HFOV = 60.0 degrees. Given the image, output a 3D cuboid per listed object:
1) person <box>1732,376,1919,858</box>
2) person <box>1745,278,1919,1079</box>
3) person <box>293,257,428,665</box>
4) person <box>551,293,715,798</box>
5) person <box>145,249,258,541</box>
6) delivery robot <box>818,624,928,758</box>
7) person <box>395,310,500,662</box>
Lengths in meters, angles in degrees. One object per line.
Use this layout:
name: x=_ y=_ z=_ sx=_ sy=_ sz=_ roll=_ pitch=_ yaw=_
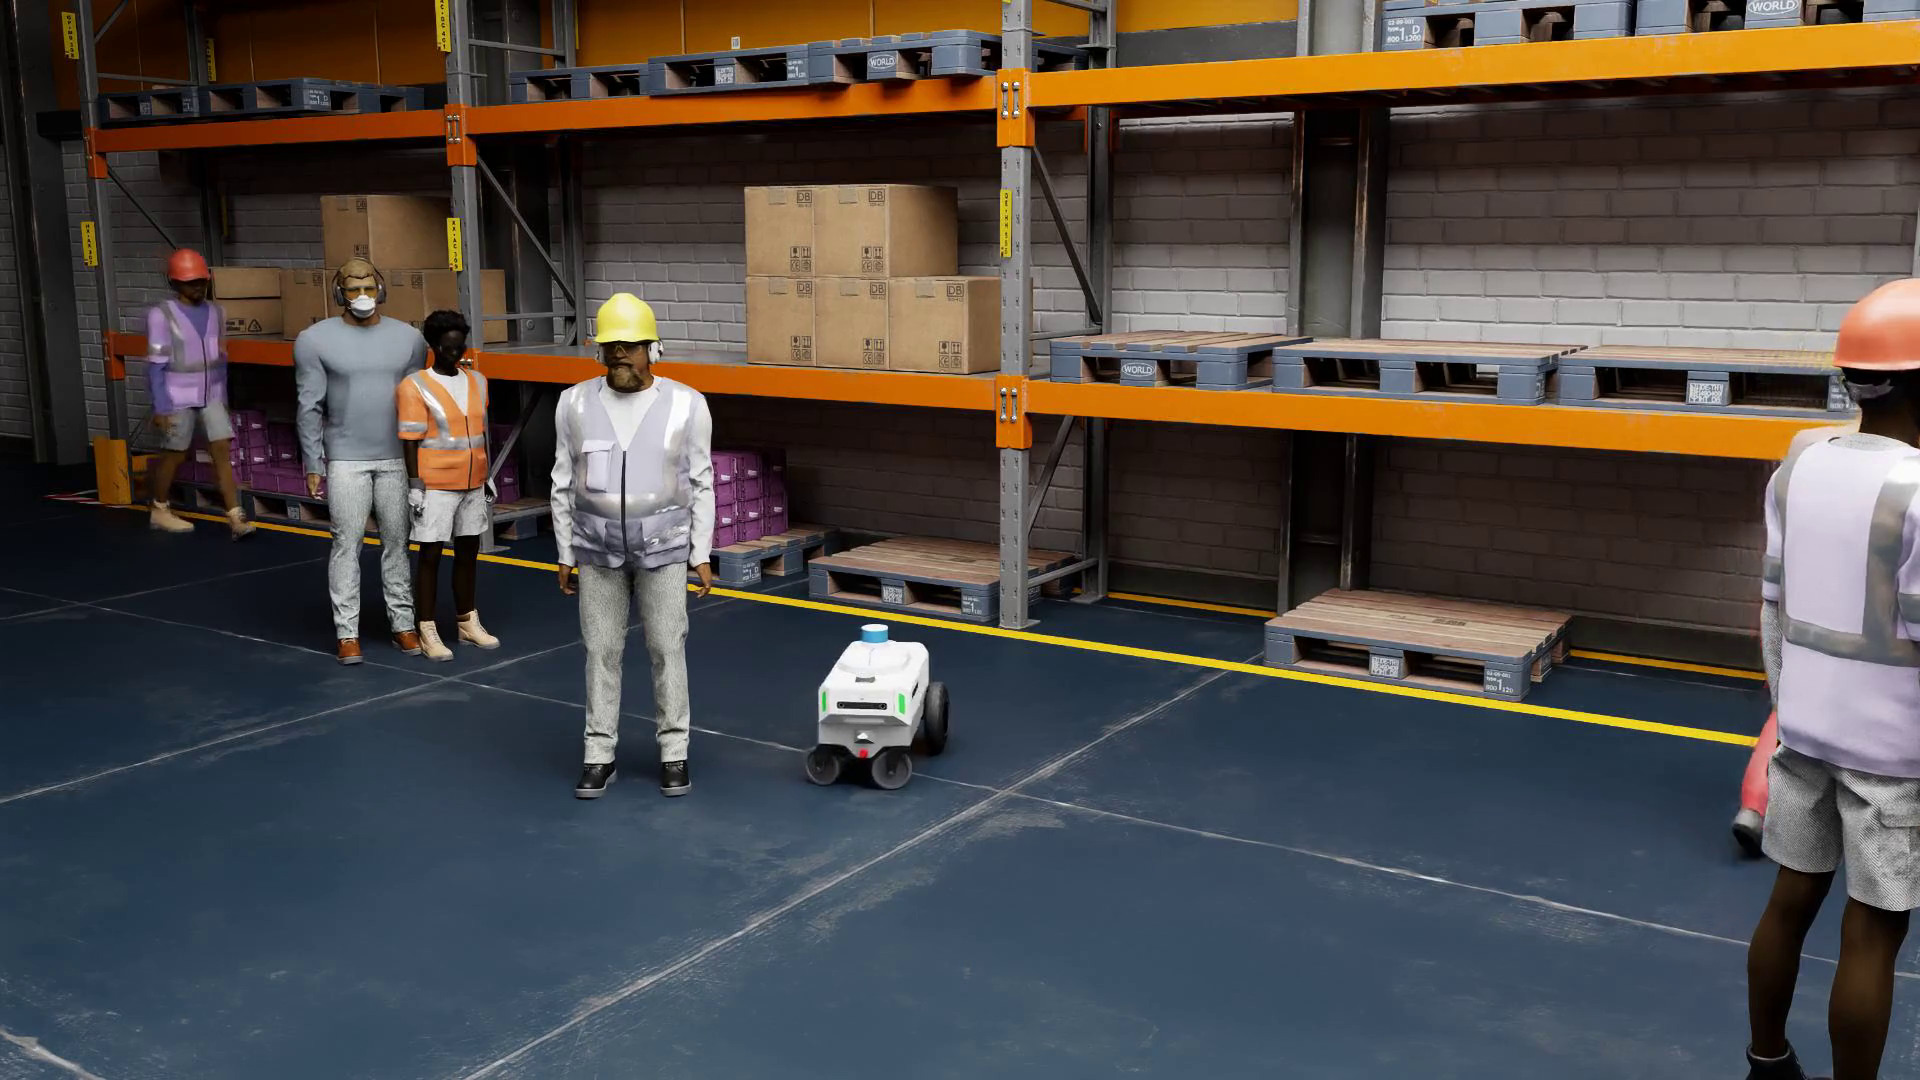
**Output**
person: x=2.895 y=0.189 z=5.447 sx=0.859 sy=1.730 sz=0.522 roll=-8 pitch=13 yaw=-37
person: x=1.958 y=0.418 z=3.588 sx=0.354 sy=1.942 sz=0.545 roll=-2 pitch=11 yaw=-14
person: x=-2.843 y=-0.378 z=8.008 sx=0.636 sy=1.938 sz=0.358 roll=-7 pitch=12 yaw=-34
person: x=-1.186 y=0.030 z=6.039 sx=0.588 sy=1.834 sz=0.403 roll=-1 pitch=10 yaw=-3
person: x=-5.196 y=-0.974 z=11.257 sx=1.058 sy=1.974 sz=0.681 roll=6 pitch=12 yaw=30
delivery robot: x=-0.322 y=0.566 z=6.351 sx=0.477 sy=0.478 sz=0.707 roll=1 pitch=10 yaw=5
person: x=-2.476 y=-0.269 z=8.085 sx=0.317 sy=1.690 sz=0.540 roll=6 pitch=12 yaw=32
